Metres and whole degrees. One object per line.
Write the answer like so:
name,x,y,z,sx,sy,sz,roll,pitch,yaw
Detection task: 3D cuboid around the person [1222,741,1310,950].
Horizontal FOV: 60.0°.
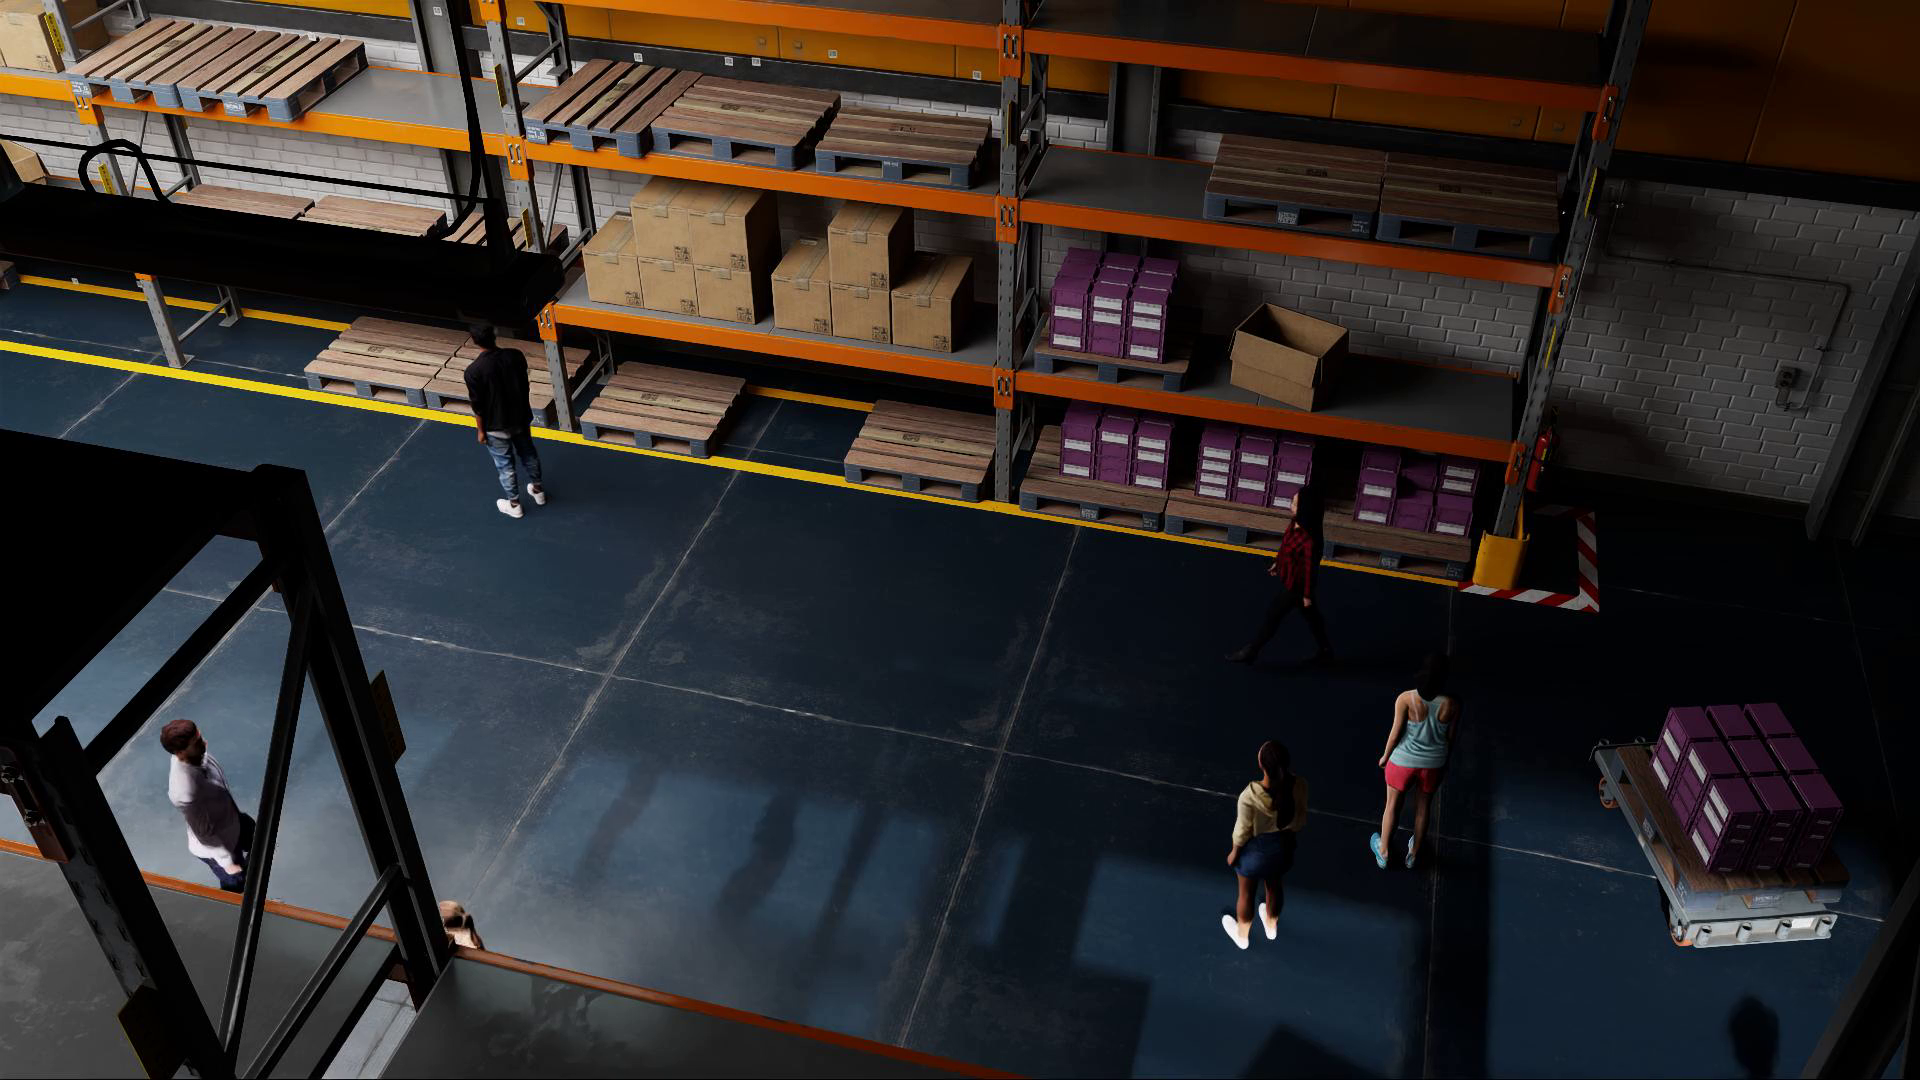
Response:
person,1.828,1.837,9.995,0.677,1.630,0.784,-12,40,-15

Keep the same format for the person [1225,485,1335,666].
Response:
person,2.514,0.297,11.937,1.107,1.613,0.795,-1,39,-1

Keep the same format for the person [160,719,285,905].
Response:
person,-4.519,1.755,9.937,0.804,1.829,0.803,-9,40,-11

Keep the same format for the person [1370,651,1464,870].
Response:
person,2.870,1.385,10.453,0.531,1.764,0.693,3,39,3

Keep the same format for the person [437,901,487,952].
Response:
person,-2.732,2.494,9.468,0.615,1.260,0.542,5,39,6

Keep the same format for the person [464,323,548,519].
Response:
person,-3.658,-0.989,13.389,0.790,1.809,0.798,-30,48,-32
